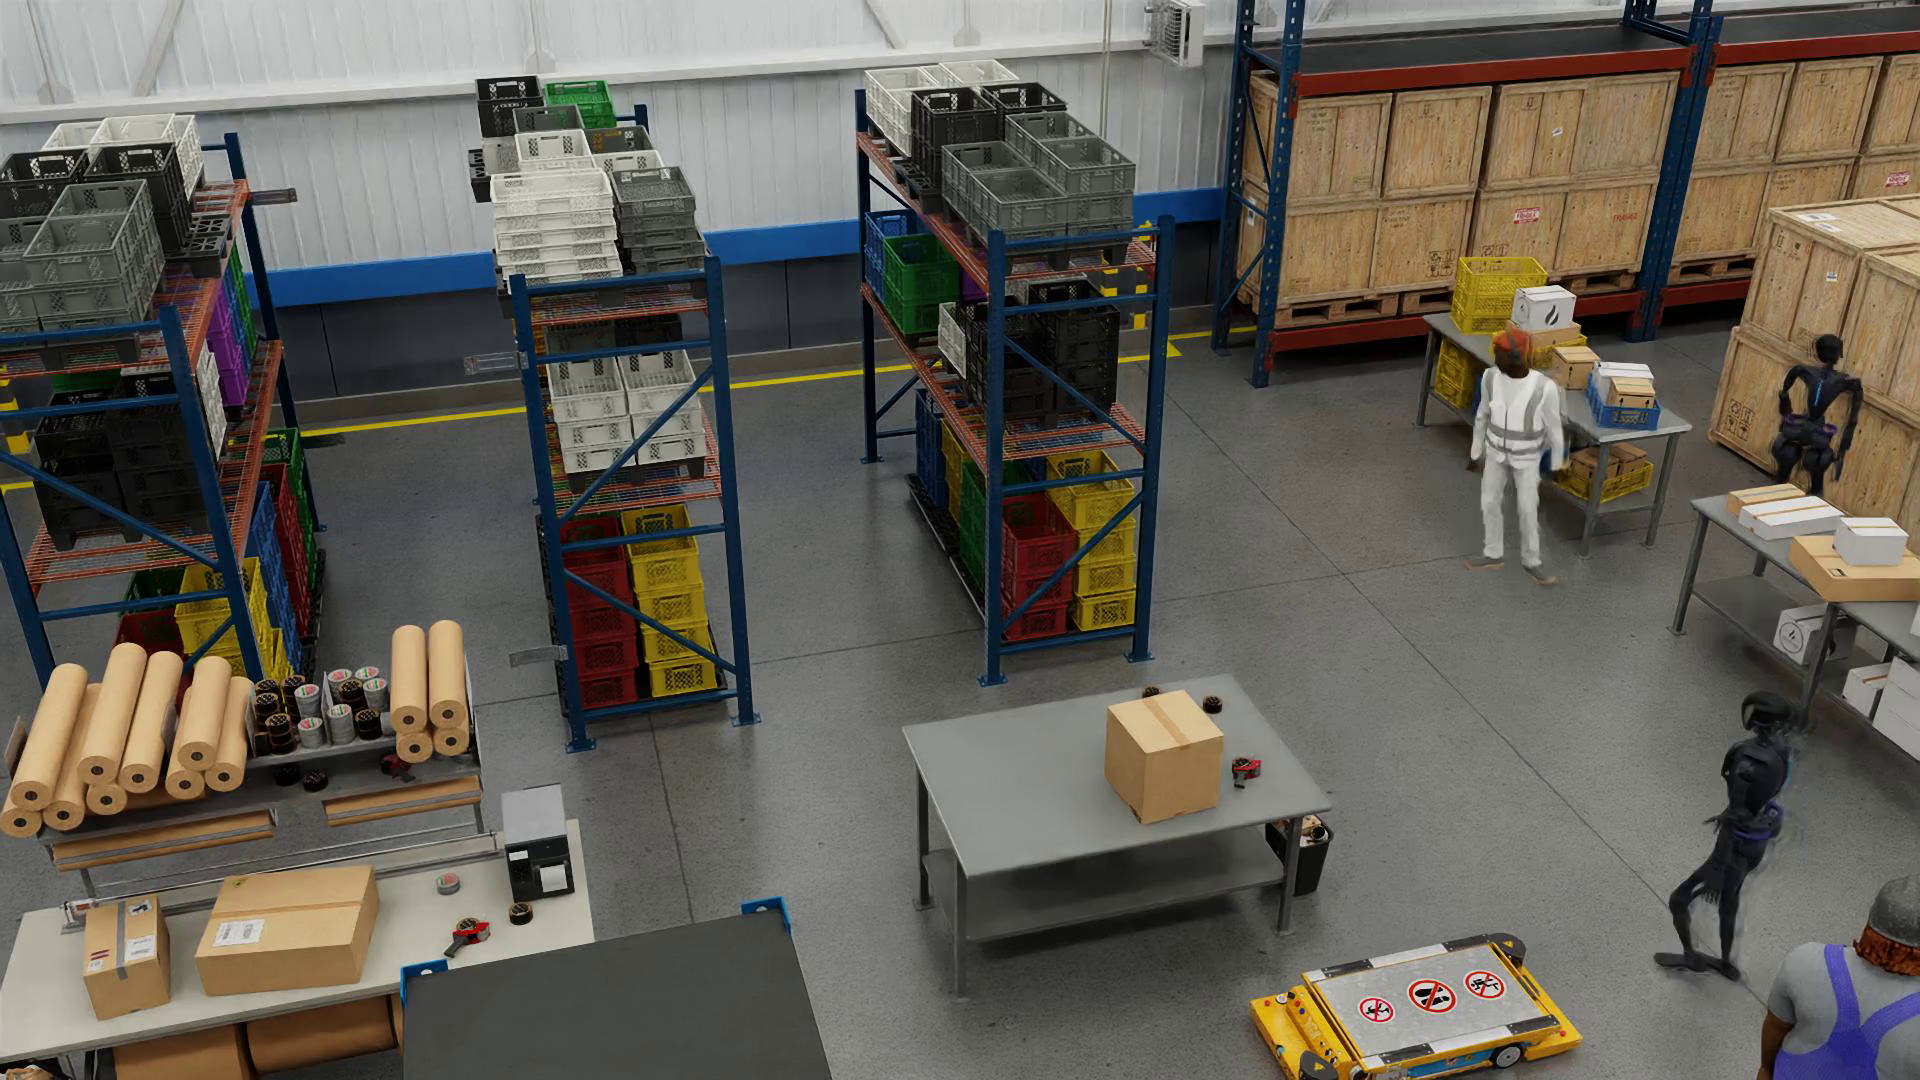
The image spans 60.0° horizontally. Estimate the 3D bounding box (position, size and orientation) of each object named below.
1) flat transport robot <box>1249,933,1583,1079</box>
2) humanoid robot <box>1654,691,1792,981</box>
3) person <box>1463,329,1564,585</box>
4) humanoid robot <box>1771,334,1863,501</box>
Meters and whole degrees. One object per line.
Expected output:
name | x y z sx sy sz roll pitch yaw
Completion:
flat transport robot | 2.184 2.282 7.980 1.431 0.197 0.652 -8 30 -14
humanoid robot | 3.732 1.446 8.074 0.495 1.640 0.611 23 36 36
person | 3.909 -0.562 11.548 0.750 1.845 0.391 24 37 37
humanoid robot | 6.166 -0.727 12.063 0.562 1.636 0.612 21 35 33
